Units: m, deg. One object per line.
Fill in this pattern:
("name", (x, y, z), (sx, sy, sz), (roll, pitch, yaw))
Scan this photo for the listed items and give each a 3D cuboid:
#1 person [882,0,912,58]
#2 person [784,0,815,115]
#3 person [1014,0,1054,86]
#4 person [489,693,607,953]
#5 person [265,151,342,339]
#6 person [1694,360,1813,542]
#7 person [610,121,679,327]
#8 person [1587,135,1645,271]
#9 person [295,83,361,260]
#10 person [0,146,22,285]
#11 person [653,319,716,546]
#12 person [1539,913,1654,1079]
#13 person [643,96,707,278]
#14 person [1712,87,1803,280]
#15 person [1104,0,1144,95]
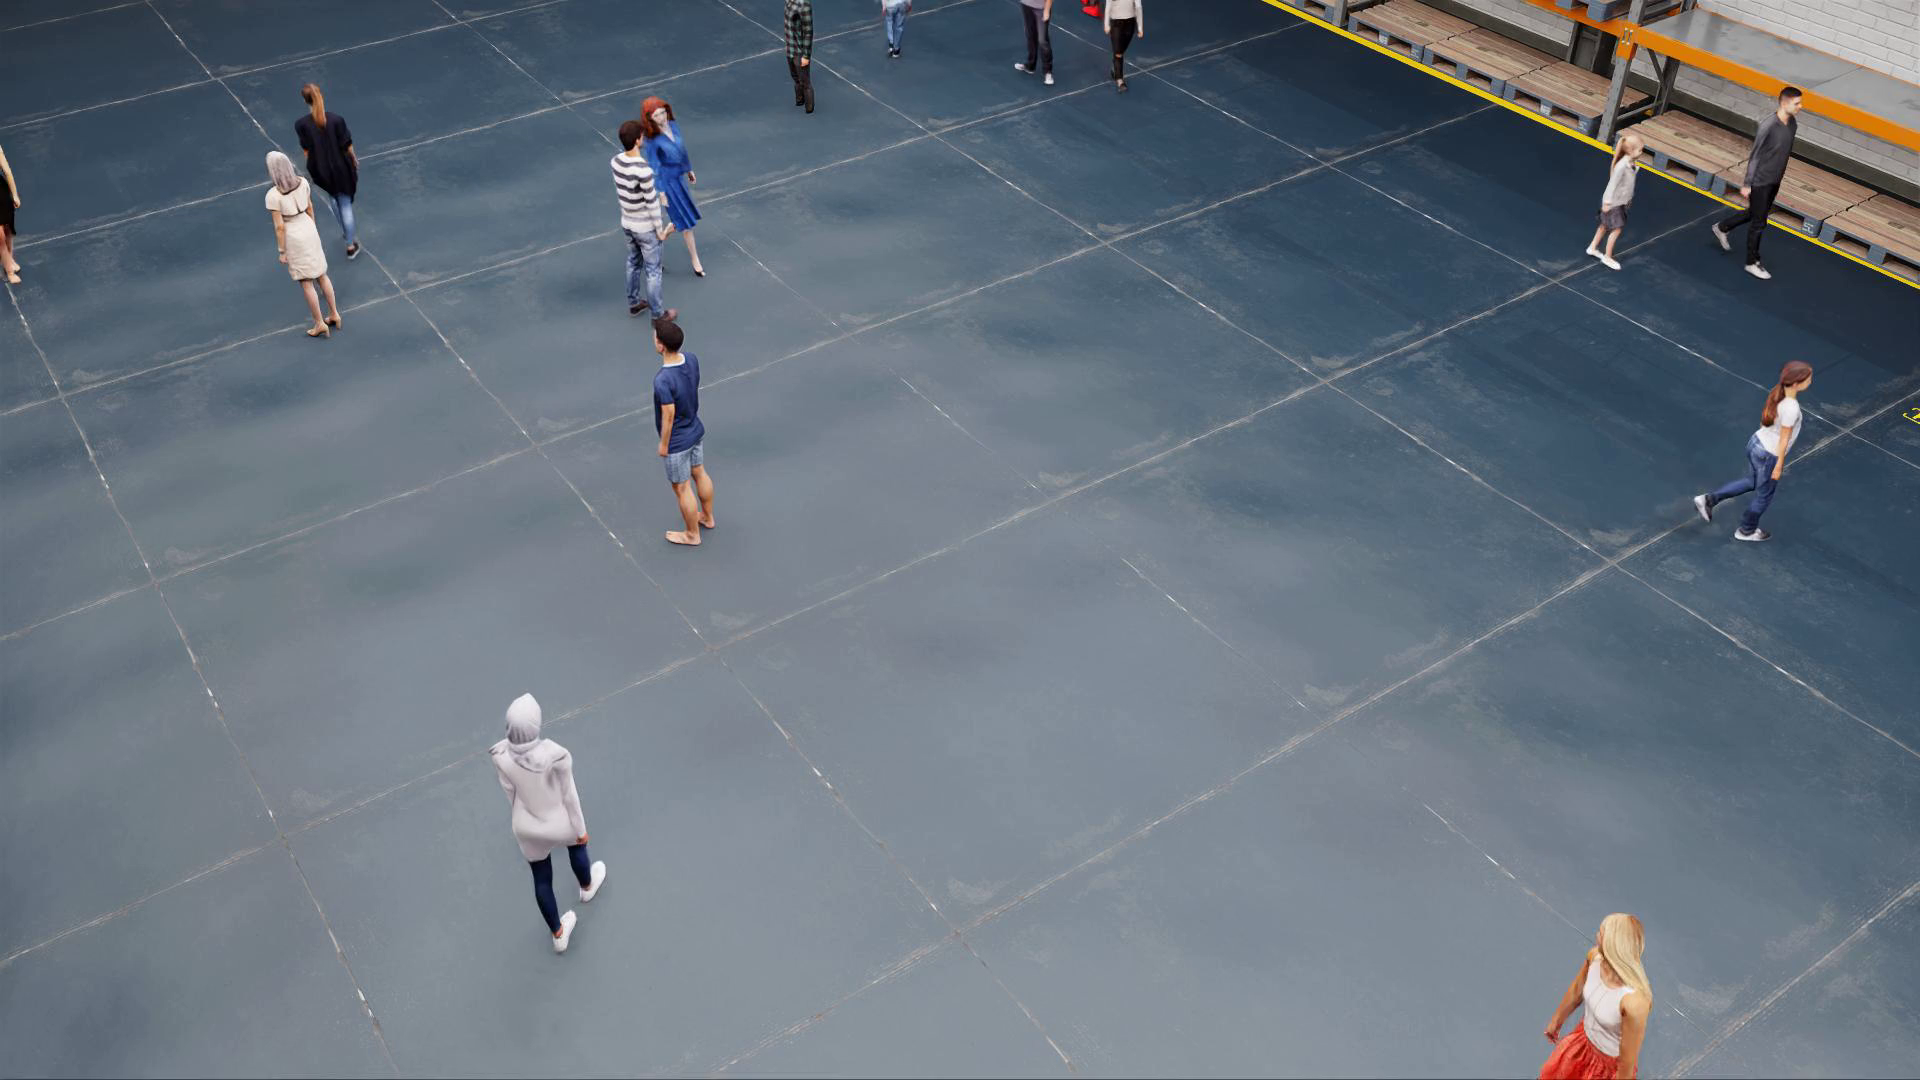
("person", (-0.762, -6.266, 19.448), (0.675, 1.242, 0.752), (2, 39, 3))
("person", (-1.776, -5.398, 18.183), (0.738, 1.710, 0.513), (-19, 42, -22))
("person", (0.854, -6.106, 18.791), (0.897, 1.812, 0.471), (-16, 41, -20))
("person", (-2.306, 1.622, 9.157), (0.918, 1.758, 0.991), (4, 39, 5))
("person", (-5.700, -2.558, 14.409), (0.684, 1.736, 0.680), (20, 43, 23))
("person", (5.845, -0.641, 12.161), (0.881, 1.545, 0.844), (4, 39, 5))
("person", (-2.814, -2.775, 14.594), (0.547, 1.844, 0.751), (29, 47, 31))
("person", (6.106, -3.212, 15.607), (0.564, 1.262, 0.677), (-31, 48, -33))
("person", (-5.865, -3.402, 15.528), (0.826, 1.658, 0.955), (-5, 39, -7))
("person", (-8.939, -3.172, 15.290), (0.620, 1.596, 0.756), (-19, 42, -22))
("person", (-2.022, -0.780, 12.092), (0.717, 1.848, 0.706), (16, 41, 19))
("person", (3.104, 2.526, 8.006), (0.904, 1.781, 0.743), (-16, 41, -19))
("person", (-2.662, -3.201, 15.170), (0.975, 1.791, 0.895), (8, 39, 10))
("person", (7.407, -3.363, 15.413), (0.631, 1.740, 1.011), (-23, 44, -26))
("person", (1.810, -5.804, 18.710), (0.795, 1.441, 1.046), (-7, 39, -9))
